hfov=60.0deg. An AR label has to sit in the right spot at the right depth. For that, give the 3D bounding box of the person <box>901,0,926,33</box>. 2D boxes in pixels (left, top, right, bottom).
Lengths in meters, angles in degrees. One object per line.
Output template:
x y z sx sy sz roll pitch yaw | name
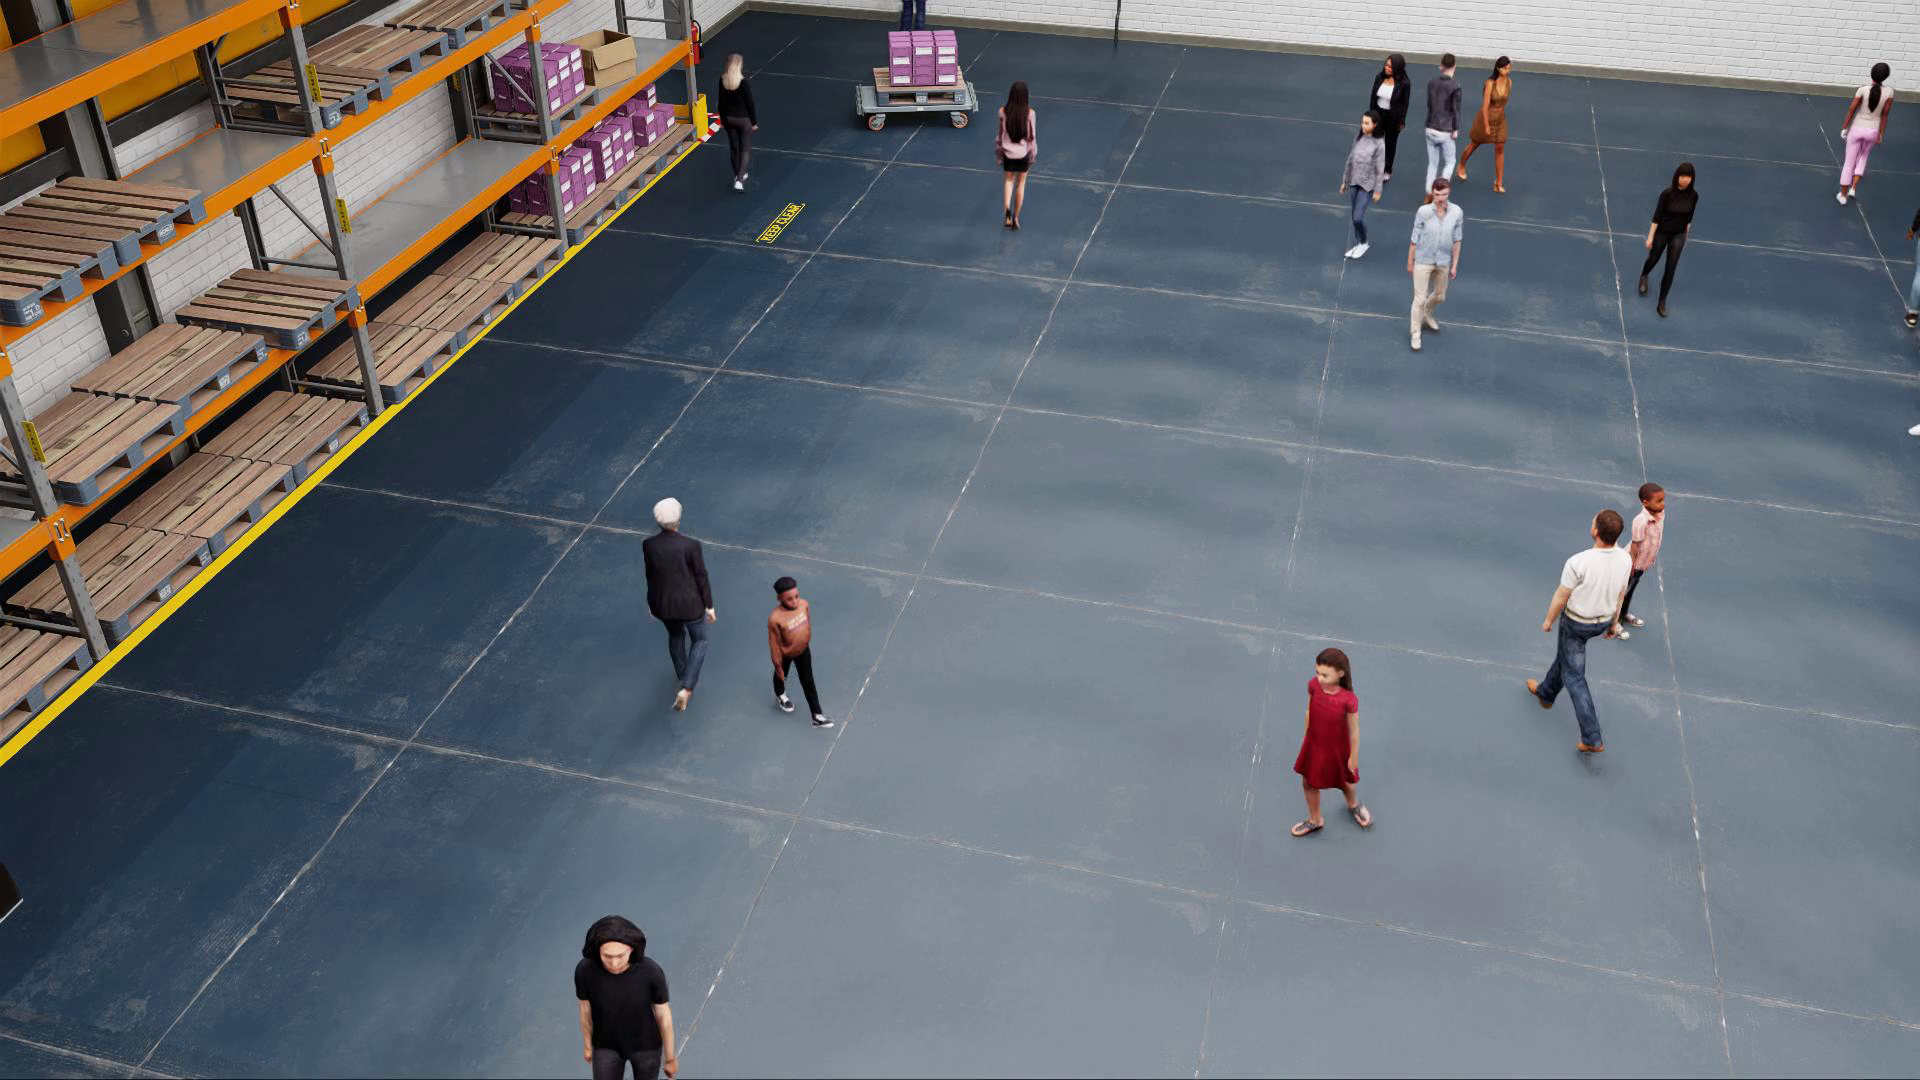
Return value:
-0.730 -8.414 25.311 0.691 1.815 0.625 11 35 16 | person

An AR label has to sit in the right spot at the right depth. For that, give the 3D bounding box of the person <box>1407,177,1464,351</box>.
4.813 -2.857 16.944 0.782 1.823 0.956 -1 34 -1 | person

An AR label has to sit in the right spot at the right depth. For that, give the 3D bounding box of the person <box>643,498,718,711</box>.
-2.058 0.542 12.263 0.771 1.751 0.862 5 34 8 | person

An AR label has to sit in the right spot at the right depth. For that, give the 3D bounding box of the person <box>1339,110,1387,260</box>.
4.625 -4.026 18.796 0.788 1.719 0.734 -20 38 -27 | person

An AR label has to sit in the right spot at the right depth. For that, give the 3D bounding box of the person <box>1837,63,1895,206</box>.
10.903 -4.869 20.051 0.593 1.734 0.563 9 35 13 | person

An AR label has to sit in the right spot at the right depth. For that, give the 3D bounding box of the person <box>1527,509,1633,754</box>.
4.411 0.663 11.653 1.088 1.817 1.328 -9 35 -13 | person

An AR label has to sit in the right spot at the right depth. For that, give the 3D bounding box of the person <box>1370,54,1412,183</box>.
5.351 -5.302 20.812 0.714 1.611 0.718 19 38 26 | person

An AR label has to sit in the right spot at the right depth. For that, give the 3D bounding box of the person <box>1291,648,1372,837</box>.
2.460 1.319 10.927 0.797 1.527 0.902 20 38 27 | person

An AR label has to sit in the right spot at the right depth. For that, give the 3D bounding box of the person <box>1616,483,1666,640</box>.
5.254 0.132 12.912 0.564 1.306 0.648 -26 42 -34 | person

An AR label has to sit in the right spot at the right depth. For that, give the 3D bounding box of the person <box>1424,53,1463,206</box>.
5.724 -4.892 20.025 0.814 1.801 0.800 -21 39 -28 | person

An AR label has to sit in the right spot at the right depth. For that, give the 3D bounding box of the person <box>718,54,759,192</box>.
-2.743 -5.130 20.495 0.702 1.677 0.892 8 35 12 | person

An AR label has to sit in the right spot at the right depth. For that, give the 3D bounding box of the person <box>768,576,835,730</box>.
-1.257 0.777 12.022 0.911 1.218 0.909 -24 41 -32 | person

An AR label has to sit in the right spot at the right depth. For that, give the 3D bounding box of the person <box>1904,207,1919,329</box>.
10.170 -3.069 17.301 0.795 1.780 1.146 13 36 19 | person

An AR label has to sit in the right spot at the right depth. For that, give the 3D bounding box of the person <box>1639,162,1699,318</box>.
7.553 -3.277 17.772 0.654 1.604 1.077 6 34 9 | person

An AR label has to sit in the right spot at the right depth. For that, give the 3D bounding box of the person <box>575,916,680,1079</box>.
-1.744 2.574 8.774 0.734 1.821 0.715 -1 34 -2 | person

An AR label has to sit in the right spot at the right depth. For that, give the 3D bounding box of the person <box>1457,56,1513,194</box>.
6.489 -5.160 20.567 0.948 1.647 1.098 -13 36 -19 | person

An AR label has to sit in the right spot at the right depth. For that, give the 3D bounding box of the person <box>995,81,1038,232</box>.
0.647 -4.396 19.277 0.639 1.802 0.723 6 34 10 | person
